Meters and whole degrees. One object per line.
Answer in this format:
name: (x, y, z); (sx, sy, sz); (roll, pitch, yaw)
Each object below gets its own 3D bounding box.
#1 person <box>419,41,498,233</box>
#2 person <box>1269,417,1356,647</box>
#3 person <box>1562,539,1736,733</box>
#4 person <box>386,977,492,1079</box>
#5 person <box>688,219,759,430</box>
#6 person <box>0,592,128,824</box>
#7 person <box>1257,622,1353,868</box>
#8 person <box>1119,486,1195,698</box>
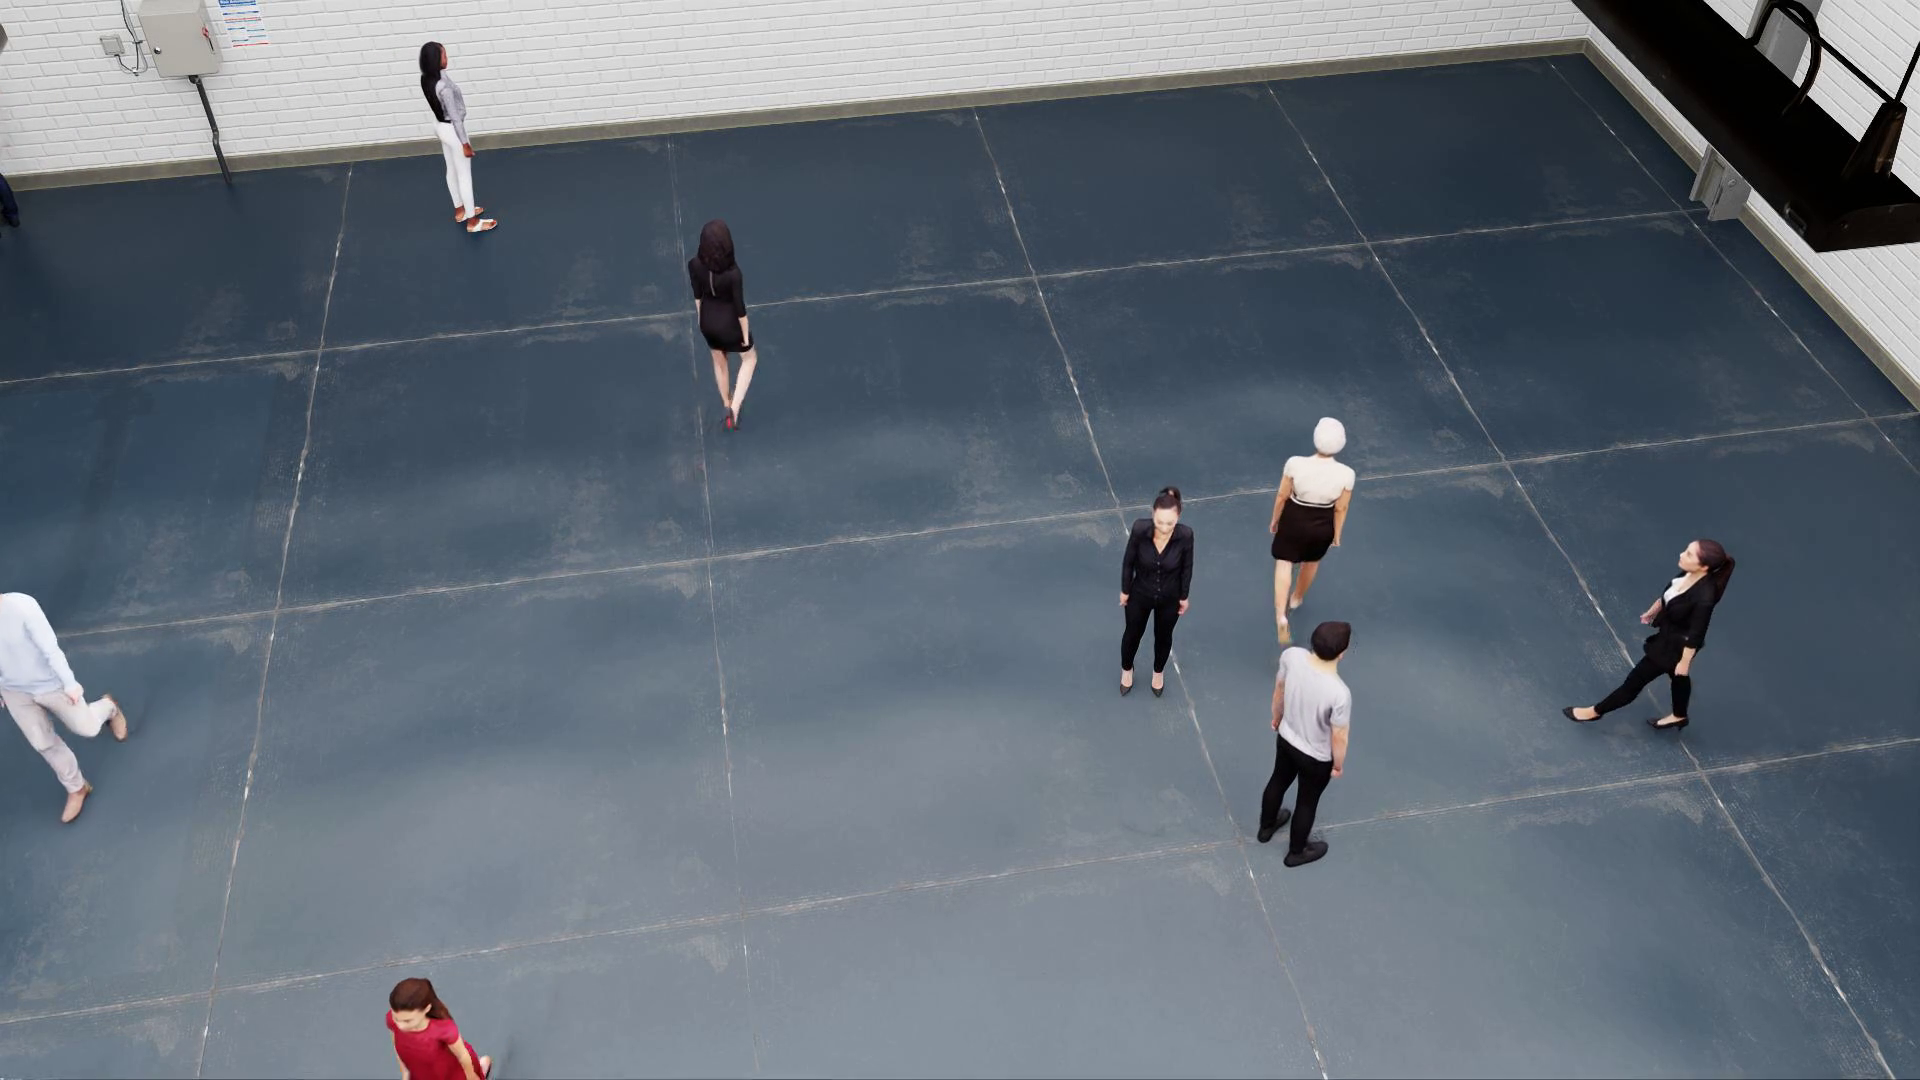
person: (-4.379, -3.485, 14.343); (0.731, 1.724, 0.608); (-27, 50, -26)
person: (2.225, -0.021, 10.699); (0.849, 1.737, 1.039); (10, 44, 10)
person: (4.429, 0.641, 10.083); (0.945, 1.627, 1.041); (11, 45, 11)
person: (-2.520, 2.531, 8.163); (0.732, 1.539, 0.891); (10, 45, 11)
person: (-1.775, -1.503, 12.214); (0.762, 1.792, 0.827); (14, 45, 14)
person: (-5.373, 0.789, 9.747); (0.699, 1.876, 1.029); (-4, 44, -4)
person: (1.947, 1.143, 9.385); (0.800, 1.863, 0.650); (-27, 50, -25)
person: (1.204, 0.349, 10.326); (0.626, 1.714, 0.573); (5, 44, 5)
